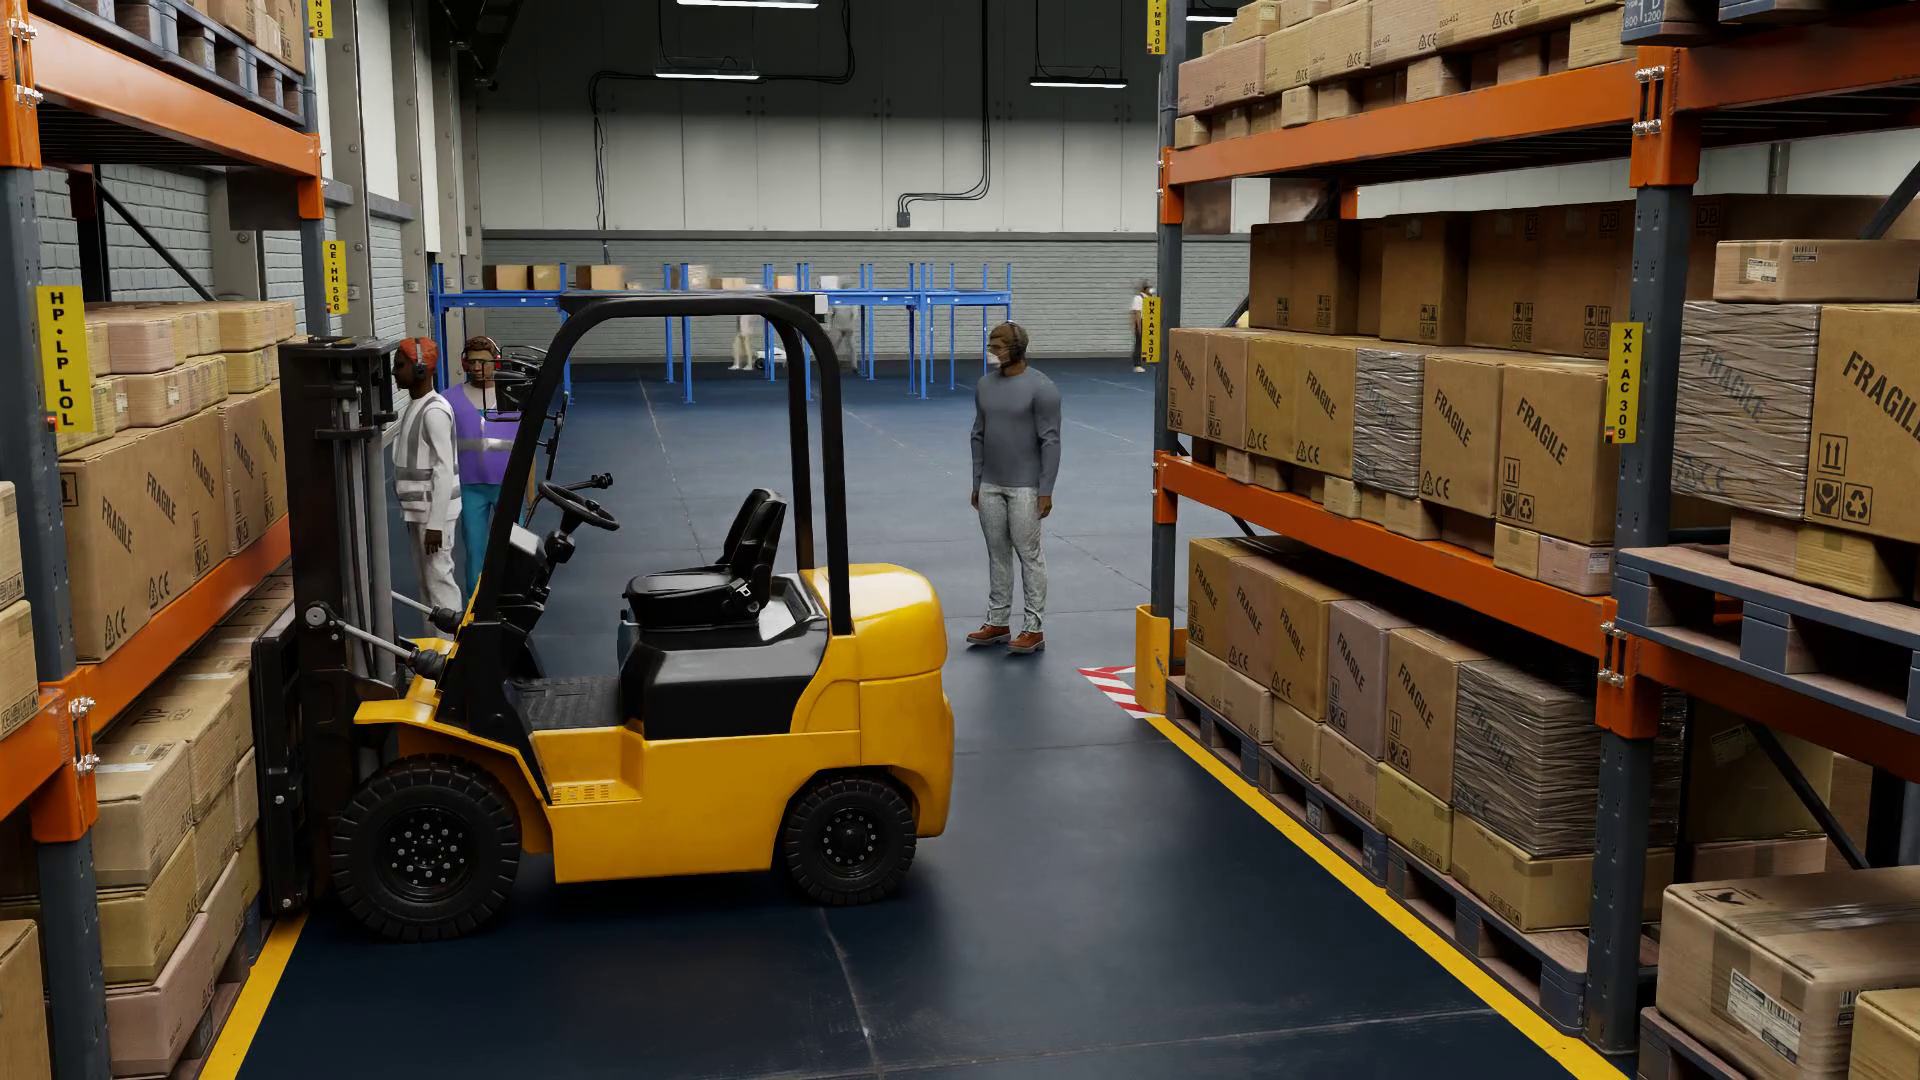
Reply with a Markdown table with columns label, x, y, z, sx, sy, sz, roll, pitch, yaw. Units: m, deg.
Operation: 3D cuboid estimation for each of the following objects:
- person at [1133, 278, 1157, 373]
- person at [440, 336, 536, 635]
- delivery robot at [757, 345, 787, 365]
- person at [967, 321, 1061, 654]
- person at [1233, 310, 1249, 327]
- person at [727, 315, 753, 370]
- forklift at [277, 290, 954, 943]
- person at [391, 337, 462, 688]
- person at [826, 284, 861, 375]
| label | x | y | z | sx | sy | sz | roll | pitch | yaw |
| --- | --- | --- | --- | --- | --- | --- | --- | --- | --- |
| person | 4.070 | -4.575 | 35.561 | 0.696 | 2.000 | 0.937 | -7 | 11 | -35 |
| person | -2.847 | -0.313 | 10.077 | 0.563 | 1.838 | 0.378 | -1 | 9 | -7 |
| delivery robot | -4.103 | -4.066 | 36.674 | 0.707 | 0.478 | 0.477 | 1 | 9 | 10 |
| person | 0.305 | -0.313 | 9.769 | 0.637 | 1.936 | 0.355 | 9 | 13 | 43 |
| person | 4.606 | -2.906 | 26.038 | 0.655 | 1.788 | 0.890 | 6 | 11 | 33 |
| person | -4.858 | -4.525 | 36.441 | 0.660 | 1.609 | 0.530 | 1 | 9 | 4 |
| forklift | -1.179 | 0.175 | 6.143 | 2.313 | 2.155 | 1.214 | -2 | 10 | -12 |
| person | -2.826 | -0.128 | 8.808 | 0.352 | 1.883 | 0.579 | -5 | 11 | -30 |
| person | -2.531 | -4.455 | 35.162 | 0.853 | 1.907 | 0.387 | 3 | 10 | 17 |
